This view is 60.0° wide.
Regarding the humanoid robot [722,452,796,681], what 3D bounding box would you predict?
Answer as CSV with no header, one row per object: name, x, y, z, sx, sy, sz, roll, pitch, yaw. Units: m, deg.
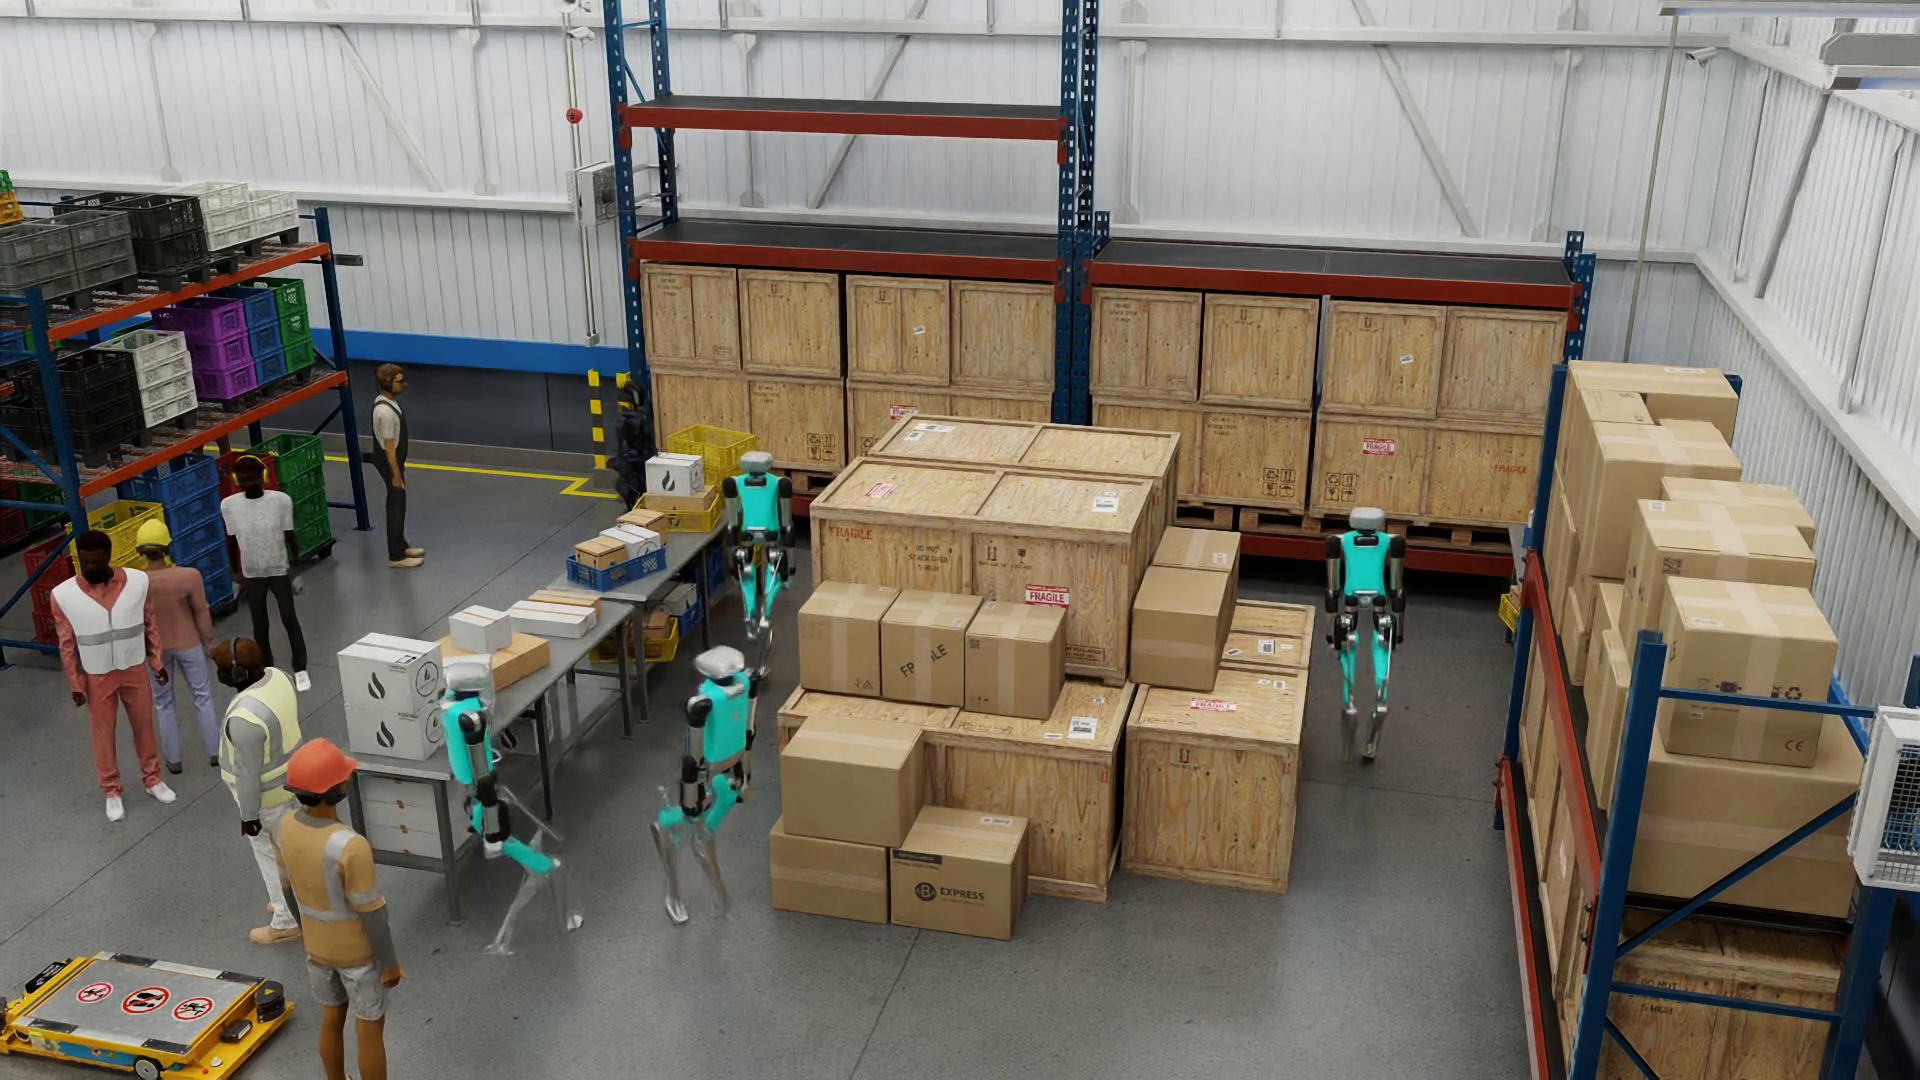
humanoid robot,-1.513,0.252,12.346,0.546,1.727,1.027,2,21,6

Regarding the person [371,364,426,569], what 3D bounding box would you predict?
person,-4.937,-0.643,14.543,0.349,1.838,0.498,-7,22,-17

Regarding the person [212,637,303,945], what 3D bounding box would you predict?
person,-3.861,1.382,9.247,0.429,1.834,0.631,-1,21,-2

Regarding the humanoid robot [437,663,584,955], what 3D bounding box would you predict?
humanoid robot,-2.394,1.488,9.213,0.803,1.845,0.563,-12,24,-29

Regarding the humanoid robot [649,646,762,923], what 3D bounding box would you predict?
humanoid robot,-1.520,1.393,9.429,0.840,1.820,0.532,14,25,32

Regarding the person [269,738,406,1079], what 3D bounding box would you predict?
person,-2.845,1.850,7.720,0.606,2.048,0.366,11,24,27

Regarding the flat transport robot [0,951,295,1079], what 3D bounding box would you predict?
flat transport robot,-4.270,2.464,8.601,1.431,0.231,0.659,5,22,13

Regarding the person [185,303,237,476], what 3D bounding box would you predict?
person,-7.294,-1.330,16.058,0.604,2.035,0.381,-10,23,-24

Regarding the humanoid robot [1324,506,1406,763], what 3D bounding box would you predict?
humanoid robot,2.702,0.765,11.149,0.563,1.890,0.743,3,21,7

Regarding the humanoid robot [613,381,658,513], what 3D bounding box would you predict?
humanoid robot,-2.846,-0.593,14.610,0.350,1.647,0.583,8,22,20

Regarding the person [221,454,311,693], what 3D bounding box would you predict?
person,-5.068,0.256,12.153,0.498,1.861,0.325,-5,21,-12

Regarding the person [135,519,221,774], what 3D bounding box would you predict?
person,-5.254,0.710,11.089,0.525,1.767,0.329,-8,22,-20

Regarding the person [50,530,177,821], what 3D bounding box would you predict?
person,-5.367,0.827,10.579,0.589,1.916,0.400,-17,27,-38
